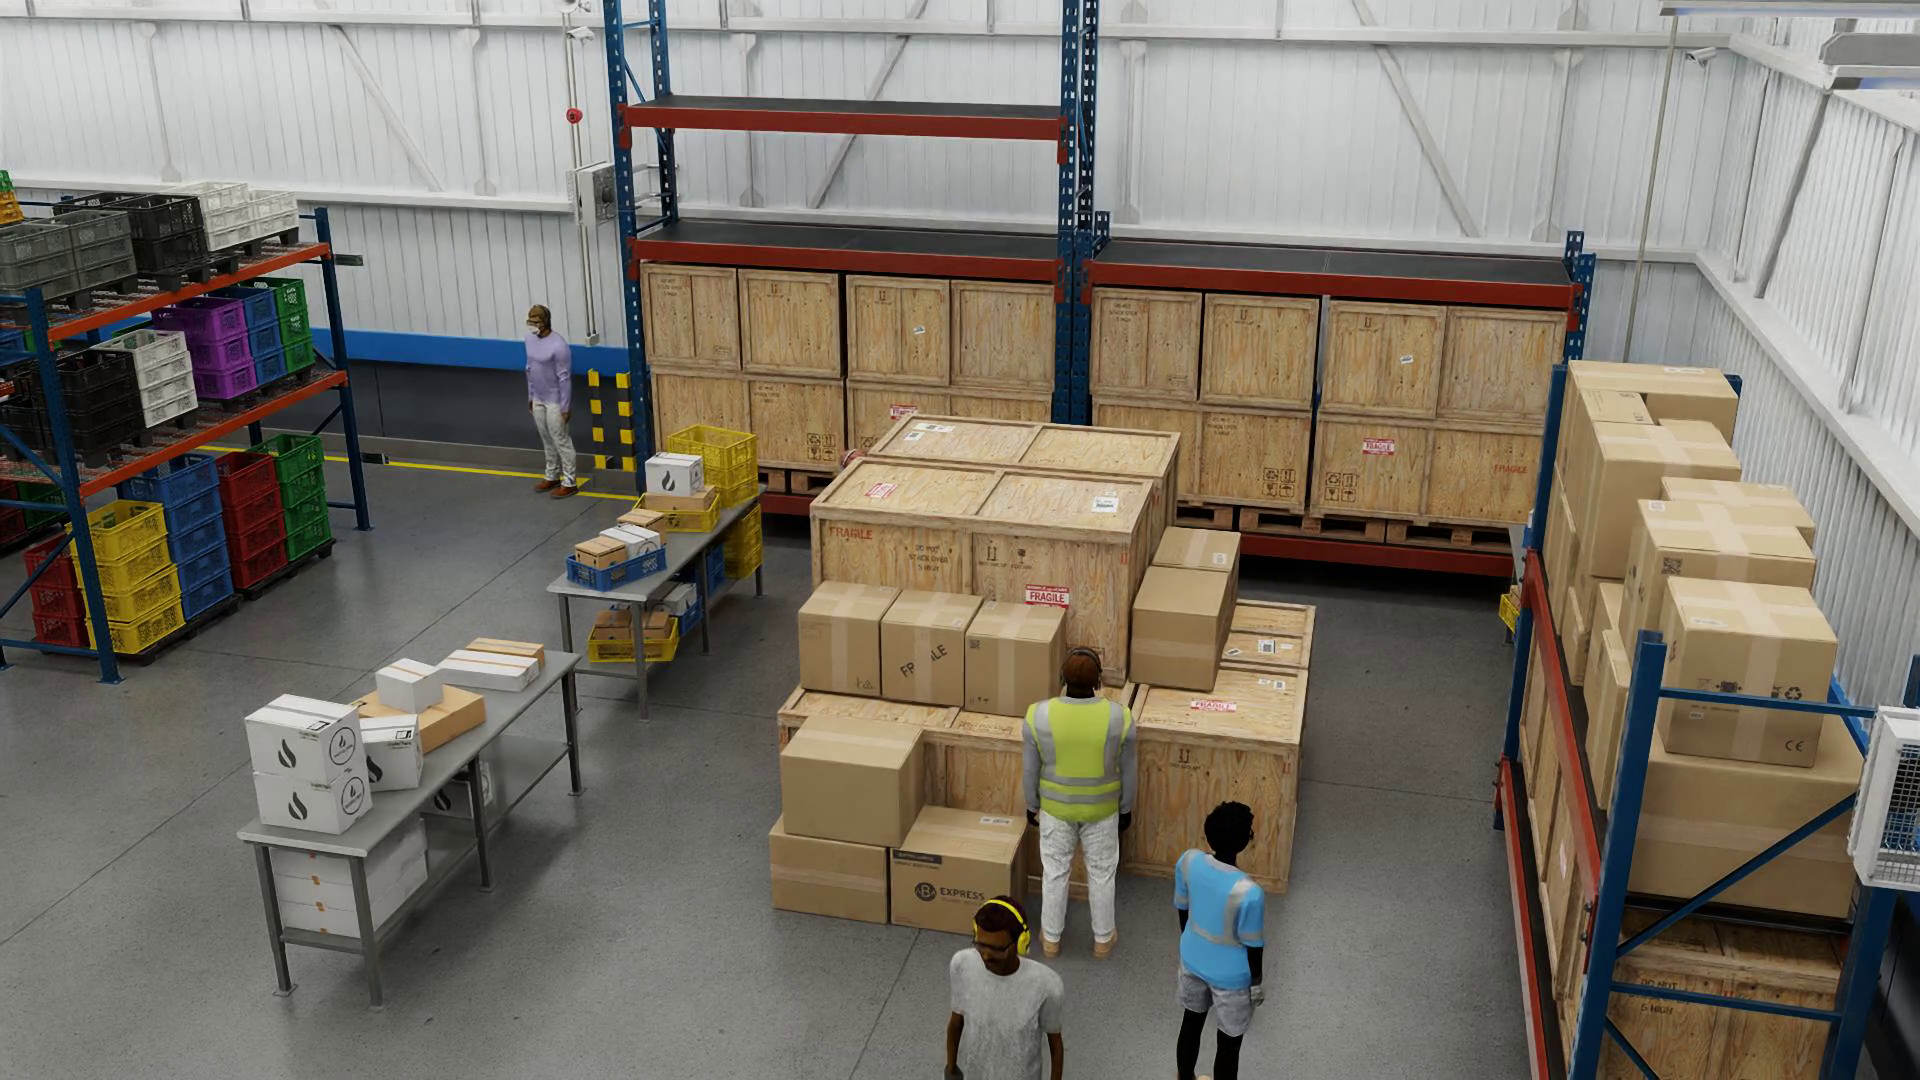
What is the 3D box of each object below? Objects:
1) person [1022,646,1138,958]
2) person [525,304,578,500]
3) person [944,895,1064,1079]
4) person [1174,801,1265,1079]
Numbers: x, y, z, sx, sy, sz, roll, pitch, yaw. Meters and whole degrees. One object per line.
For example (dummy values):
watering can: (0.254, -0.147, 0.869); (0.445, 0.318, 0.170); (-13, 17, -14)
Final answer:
person: (0.647, 1.435, 9.070); (0.626, 1.844, 0.429); (1, 21, 4)
person: (-4.003, -1.364, 16.274); (0.630, 1.933, 0.364); (19, 28, 40)
person: (0.172, 2.272, 6.842); (0.534, 1.868, 0.310); (8, 22, 19)
person: (1.221, 1.992, 7.810); (0.319, 1.697, 0.533); (-16, 26, -36)
